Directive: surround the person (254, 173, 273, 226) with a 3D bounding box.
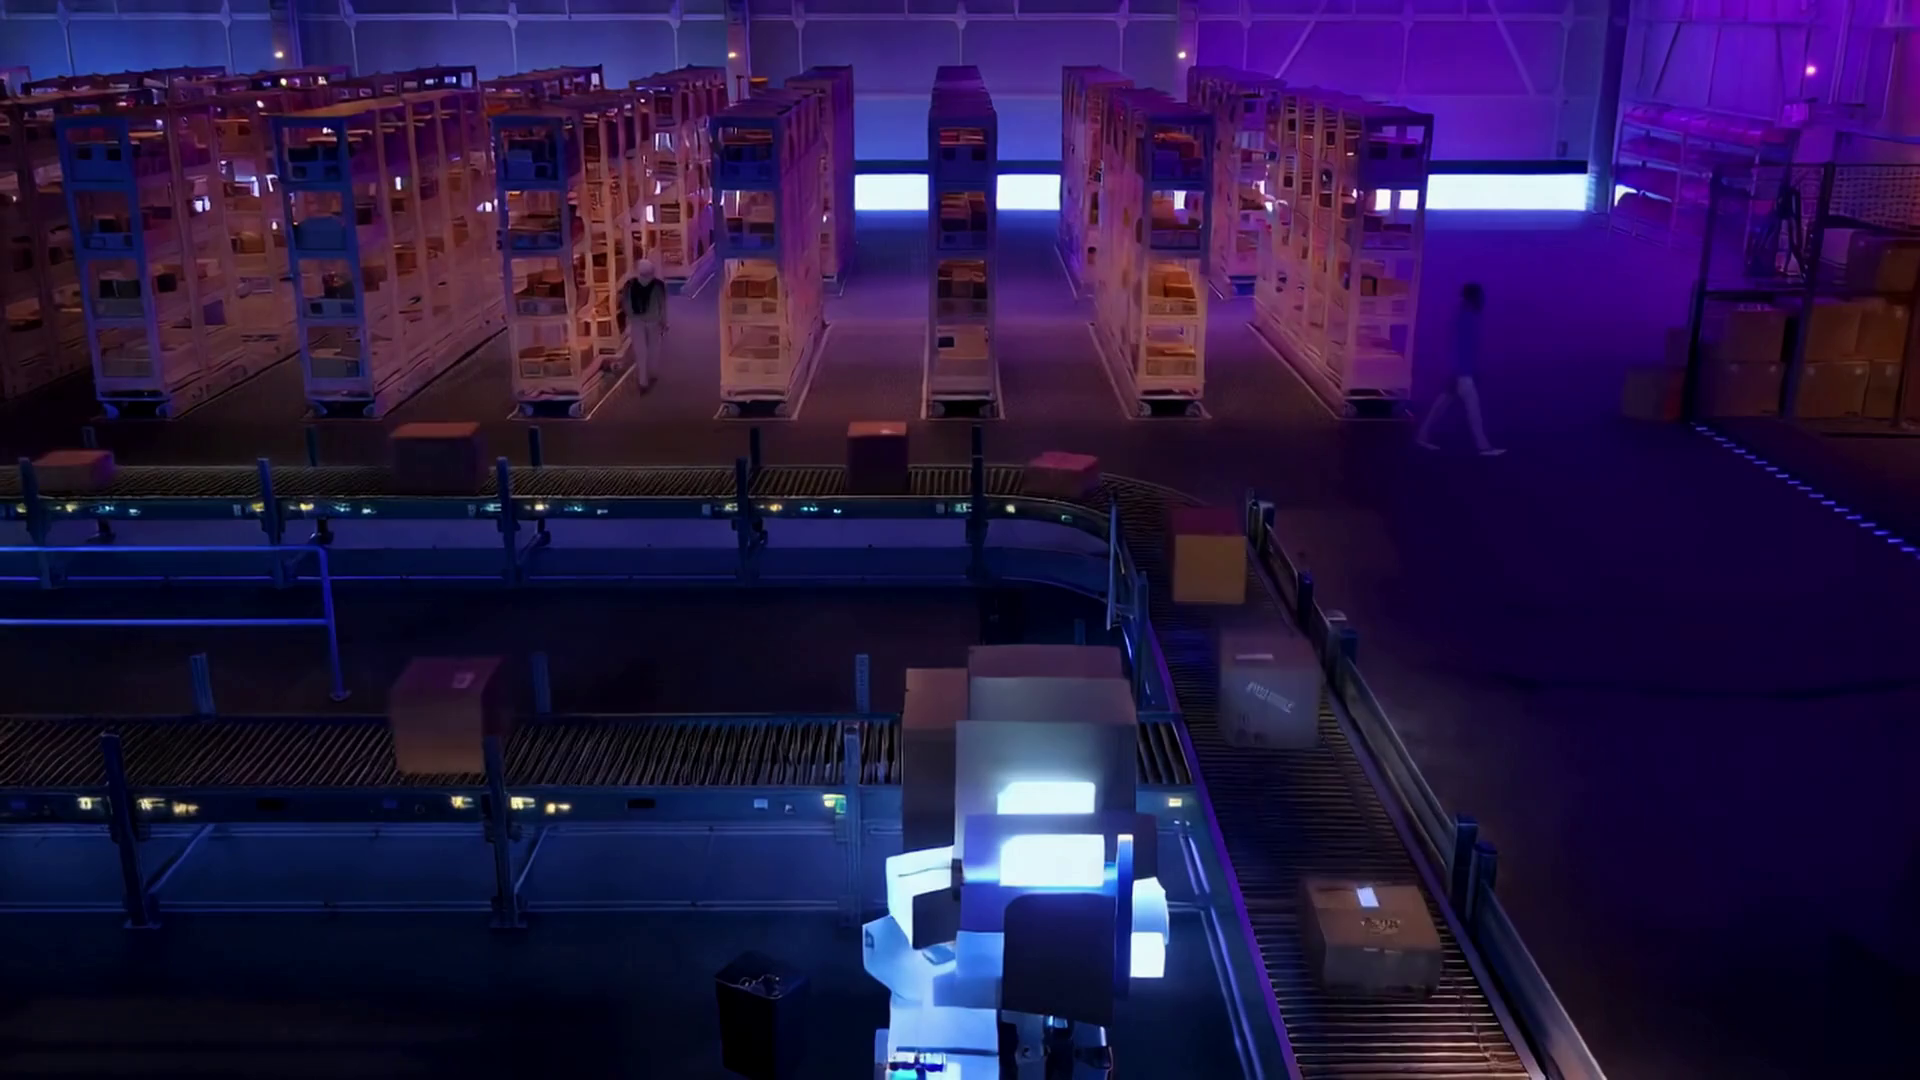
[{"bbox_3d":[-14.114,-6.814,33.652,0.396,1.837,0.565,-3,18,-8],"label":"person"}]

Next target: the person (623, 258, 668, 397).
[{"bbox_3d":[-4.011,-2.749,21.285,0.591,1.764,0.959,-1,18,-2],"label":"person"}]

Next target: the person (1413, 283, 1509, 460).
[{"bbox_3d":[5.524,-1.863,18.241,1.035,1.942,0.621,6,19,18],"label":"person"}]
